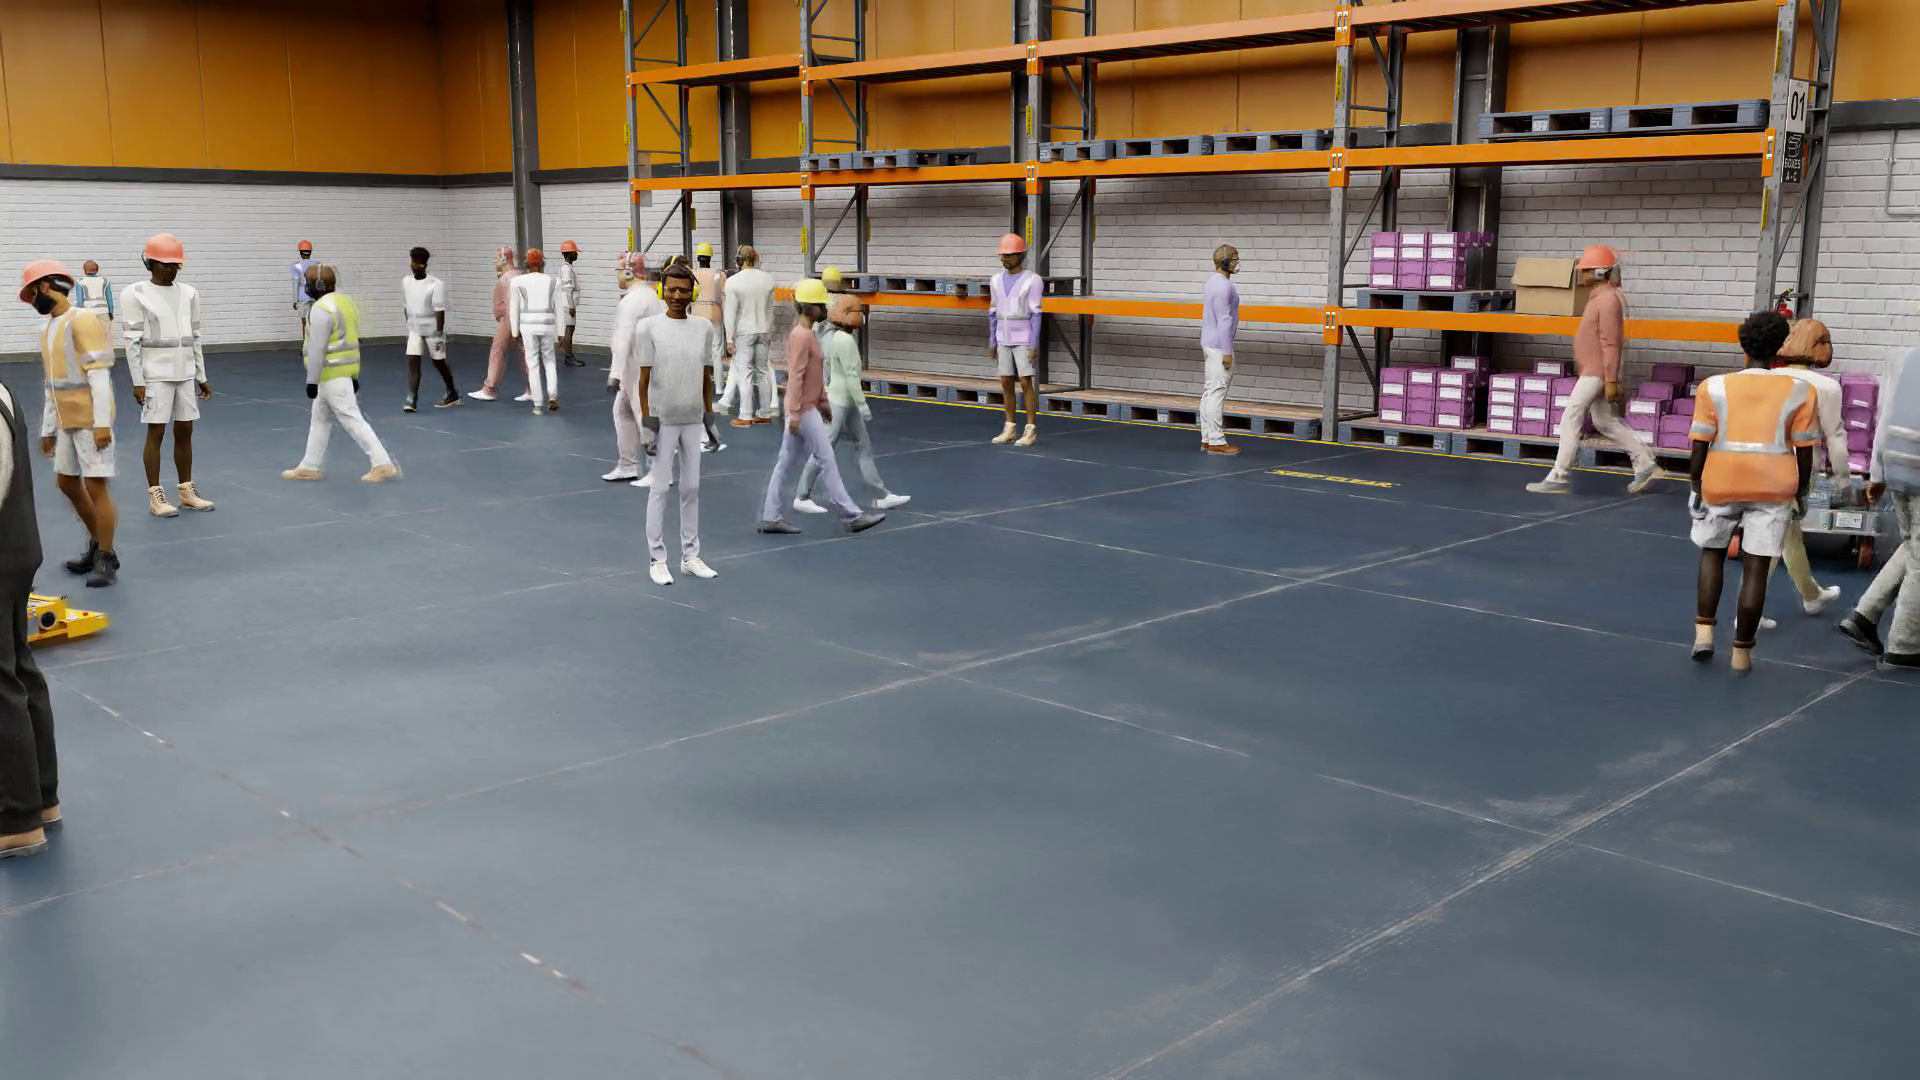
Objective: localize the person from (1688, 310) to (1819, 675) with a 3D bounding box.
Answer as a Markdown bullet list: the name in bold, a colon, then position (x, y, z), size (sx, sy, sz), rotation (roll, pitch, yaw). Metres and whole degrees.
- **person**: position (3.657, -0.215, 7.708), size (0.541, 1.679, 0.435), rotation (6, 12, 28)

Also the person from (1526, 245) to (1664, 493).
- **person**: position (5.025, -1.316, 12.966), size (0.970, 1.959, 0.619), rotation (3, 11, 17)

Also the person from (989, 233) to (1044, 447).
- **person**: position (0.513, -1.911, 15.983), size (0.610, 2.039, 0.403), rotation (8, 13, 38)

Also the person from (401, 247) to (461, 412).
- **person**: position (-6.193, -2.437, 19.257), size (0.659, 1.896, 0.983), rotation (3, 11, 18)

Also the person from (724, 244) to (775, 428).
- **person**: position (-2.220, -2.151, 17.592), size (0.622, 1.932, 0.368), rotation (-10, 14, -42)

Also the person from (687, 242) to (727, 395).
- **person**: position (-3.211, -2.786, 21.041), size (0.586, 1.928, 0.369), rotation (-1, 10, -4)

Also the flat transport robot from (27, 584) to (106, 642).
- **flat transport robot**: position (-4.933, 0.449, 7.928), size (0.652, 0.197, 1.431), rotation (5, 11, 25)

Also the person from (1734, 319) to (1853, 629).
- **person**: position (4.354, -0.336, 8.579), size (0.830, 1.588, 0.527), rotation (-4, 11, -20)

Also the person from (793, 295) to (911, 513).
- **person**: position (-0.826, -0.983, 12.130), size (0.871, 1.589, 0.495), rotation (-1, 10, -3)

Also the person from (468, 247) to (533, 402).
- **person**: position (-5.593, -2.617, 20.292), size (0.920, 1.870, 0.649), rotation (1, 10, 3)

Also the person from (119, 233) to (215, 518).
- **person**: position (-5.712, -1.189, 12.047), size (0.388, 2.034, 0.605), rotation (6, 12, 28)

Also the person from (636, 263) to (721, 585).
- **person**: position (-1.634, -0.678, 9.737), size (0.521, 1.862, 0.335), rotation (-8, 13, -37)

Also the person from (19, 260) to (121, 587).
- **person**: position (-5.119, -0.678, 9.702), size (0.663, 1.882, 0.392), rotation (7, 13, 34)

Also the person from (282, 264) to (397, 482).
- **person**: position (-5.114, -1.359, 13.648), size (0.974, 1.798, 0.641), rotation (-1, 10, -4)

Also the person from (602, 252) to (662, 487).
- **person**: position (-2.692, -1.353, 13.369), size (0.727, 1.885, 0.648), rotation (0, 10, -1)

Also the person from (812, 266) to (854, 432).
- **person**: position (-1.229, -1.875, 16.660), size (0.512, 1.713, 0.630), rotation (-7, 12, -33)

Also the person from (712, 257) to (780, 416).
- **person**: position (-2.425, -2.307, 18.659), size (0.927, 1.839, 0.607), rotation (4, 11, 22)

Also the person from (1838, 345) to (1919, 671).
- **person**: position (4.491, -0.260, 7.627), size (0.462, 1.798, 0.621), rotation (-2, 11, -10)

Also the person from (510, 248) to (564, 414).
- **person**: position (-4.803, -2.363, 18.889), size (0.575, 1.870, 0.409), rotation (-4, 11, -23)

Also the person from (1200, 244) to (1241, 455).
- **person**: position (2.416, -1.758, 15.409), size (0.370, 1.940, 0.627), rotation (0, 10, -2)

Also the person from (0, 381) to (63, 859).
- **person**: position (-3.181, 0.122, 5.416), size (0.332, 1.843, 0.517), rotation (-3, 11, -14)

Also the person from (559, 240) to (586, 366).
- **person**: position (-6.021, -3.657, 25.755), size (0.347, 1.943, 0.544), rotation (-3, 11, -14)

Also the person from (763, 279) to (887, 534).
- **person**: position (-0.941, -0.880, 11.184), size (0.881, 1.718, 0.550), rotation (0, 10, -2)

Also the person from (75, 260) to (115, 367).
- **person**: position (-13.262, -3.460, 25.517), size (0.521, 1.636, 0.311), rotation (-9, 14, -41)

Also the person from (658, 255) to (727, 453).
- **person**: position (-2.551, -1.696, 15.366), size (0.839, 1.836, 0.509), rotation (5, 11, 24)

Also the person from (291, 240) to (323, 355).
- **person**: position (-11.016, -4.089, 28.122), size (0.548, 1.937, 0.358), rotation (-9, 14, -41)
